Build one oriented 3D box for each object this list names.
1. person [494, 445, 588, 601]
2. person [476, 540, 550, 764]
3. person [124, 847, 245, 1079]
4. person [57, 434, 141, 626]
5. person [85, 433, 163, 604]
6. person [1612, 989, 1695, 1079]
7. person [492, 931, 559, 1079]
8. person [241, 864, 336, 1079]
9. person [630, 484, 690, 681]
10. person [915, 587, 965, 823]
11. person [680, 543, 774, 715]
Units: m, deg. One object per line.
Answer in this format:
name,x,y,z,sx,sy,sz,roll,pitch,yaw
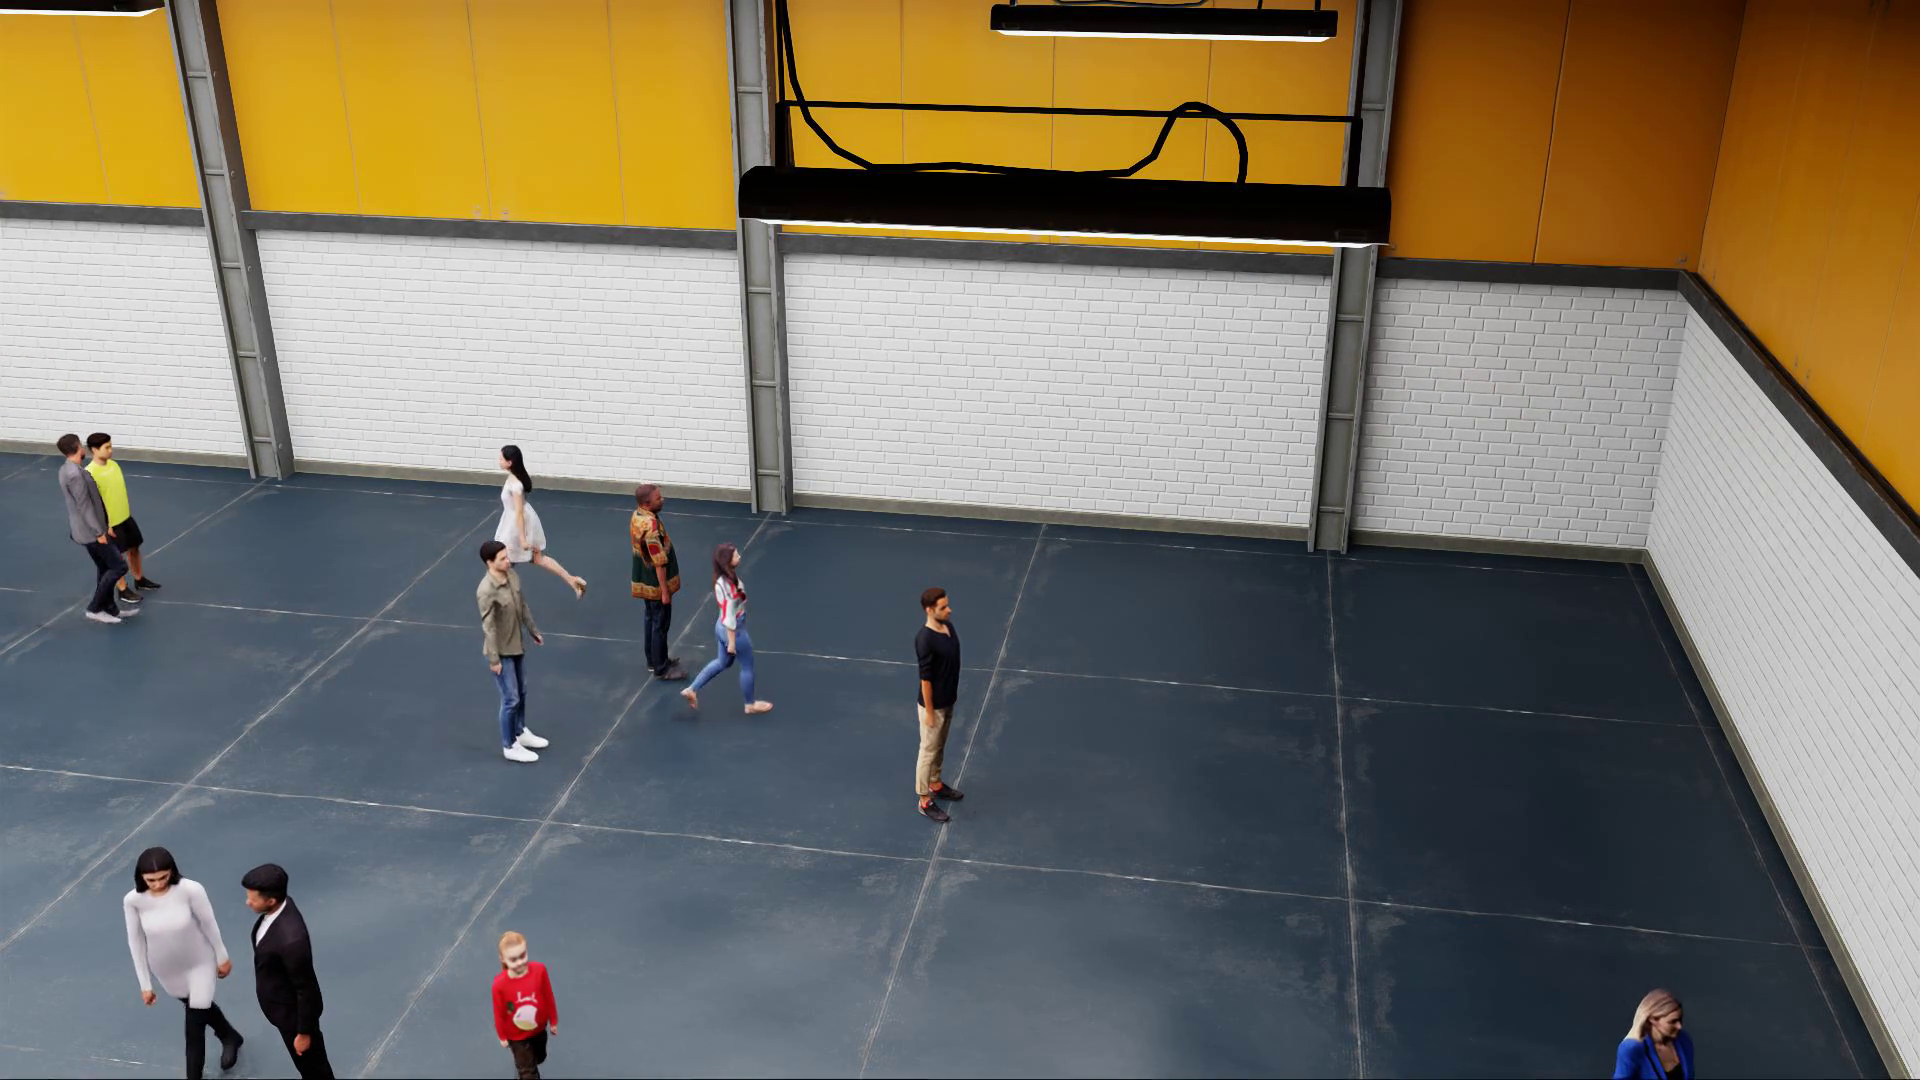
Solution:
person,-4.001,-0.059,15.526,1.152,1.742,0.795,-2,24,-5
person,-3.661,0.853,13.289,0.627,1.864,0.700,4,24,10
person,-4.496,2.470,9.737,1.131,1.746,0.855,-2,24,-5
person,-8.114,-0.060,15.413,0.955,1.834,0.898,-12,26,-25
person,-8.175,-0.225,15.953,0.580,1.703,0.642,5,24,11
person,3.454,3.004,8.629,1.173,1.653,1.172,-13,27,-26
person,-2.515,2.792,9.601,0.838,1.265,0.913,-17,29,-33
person,-3.701,2.590,9.291,0.798,1.882,0.753,-14,27,-29
person,-2.664,0.352,14.503,0.848,1.808,0.819,-10,25,-21
person,-0.183,1.198,12.505,0.587,1.860,0.672,9,25,19
person,-1.985,0.763,13.832,1.081,1.592,0.871,-6,24,-14
